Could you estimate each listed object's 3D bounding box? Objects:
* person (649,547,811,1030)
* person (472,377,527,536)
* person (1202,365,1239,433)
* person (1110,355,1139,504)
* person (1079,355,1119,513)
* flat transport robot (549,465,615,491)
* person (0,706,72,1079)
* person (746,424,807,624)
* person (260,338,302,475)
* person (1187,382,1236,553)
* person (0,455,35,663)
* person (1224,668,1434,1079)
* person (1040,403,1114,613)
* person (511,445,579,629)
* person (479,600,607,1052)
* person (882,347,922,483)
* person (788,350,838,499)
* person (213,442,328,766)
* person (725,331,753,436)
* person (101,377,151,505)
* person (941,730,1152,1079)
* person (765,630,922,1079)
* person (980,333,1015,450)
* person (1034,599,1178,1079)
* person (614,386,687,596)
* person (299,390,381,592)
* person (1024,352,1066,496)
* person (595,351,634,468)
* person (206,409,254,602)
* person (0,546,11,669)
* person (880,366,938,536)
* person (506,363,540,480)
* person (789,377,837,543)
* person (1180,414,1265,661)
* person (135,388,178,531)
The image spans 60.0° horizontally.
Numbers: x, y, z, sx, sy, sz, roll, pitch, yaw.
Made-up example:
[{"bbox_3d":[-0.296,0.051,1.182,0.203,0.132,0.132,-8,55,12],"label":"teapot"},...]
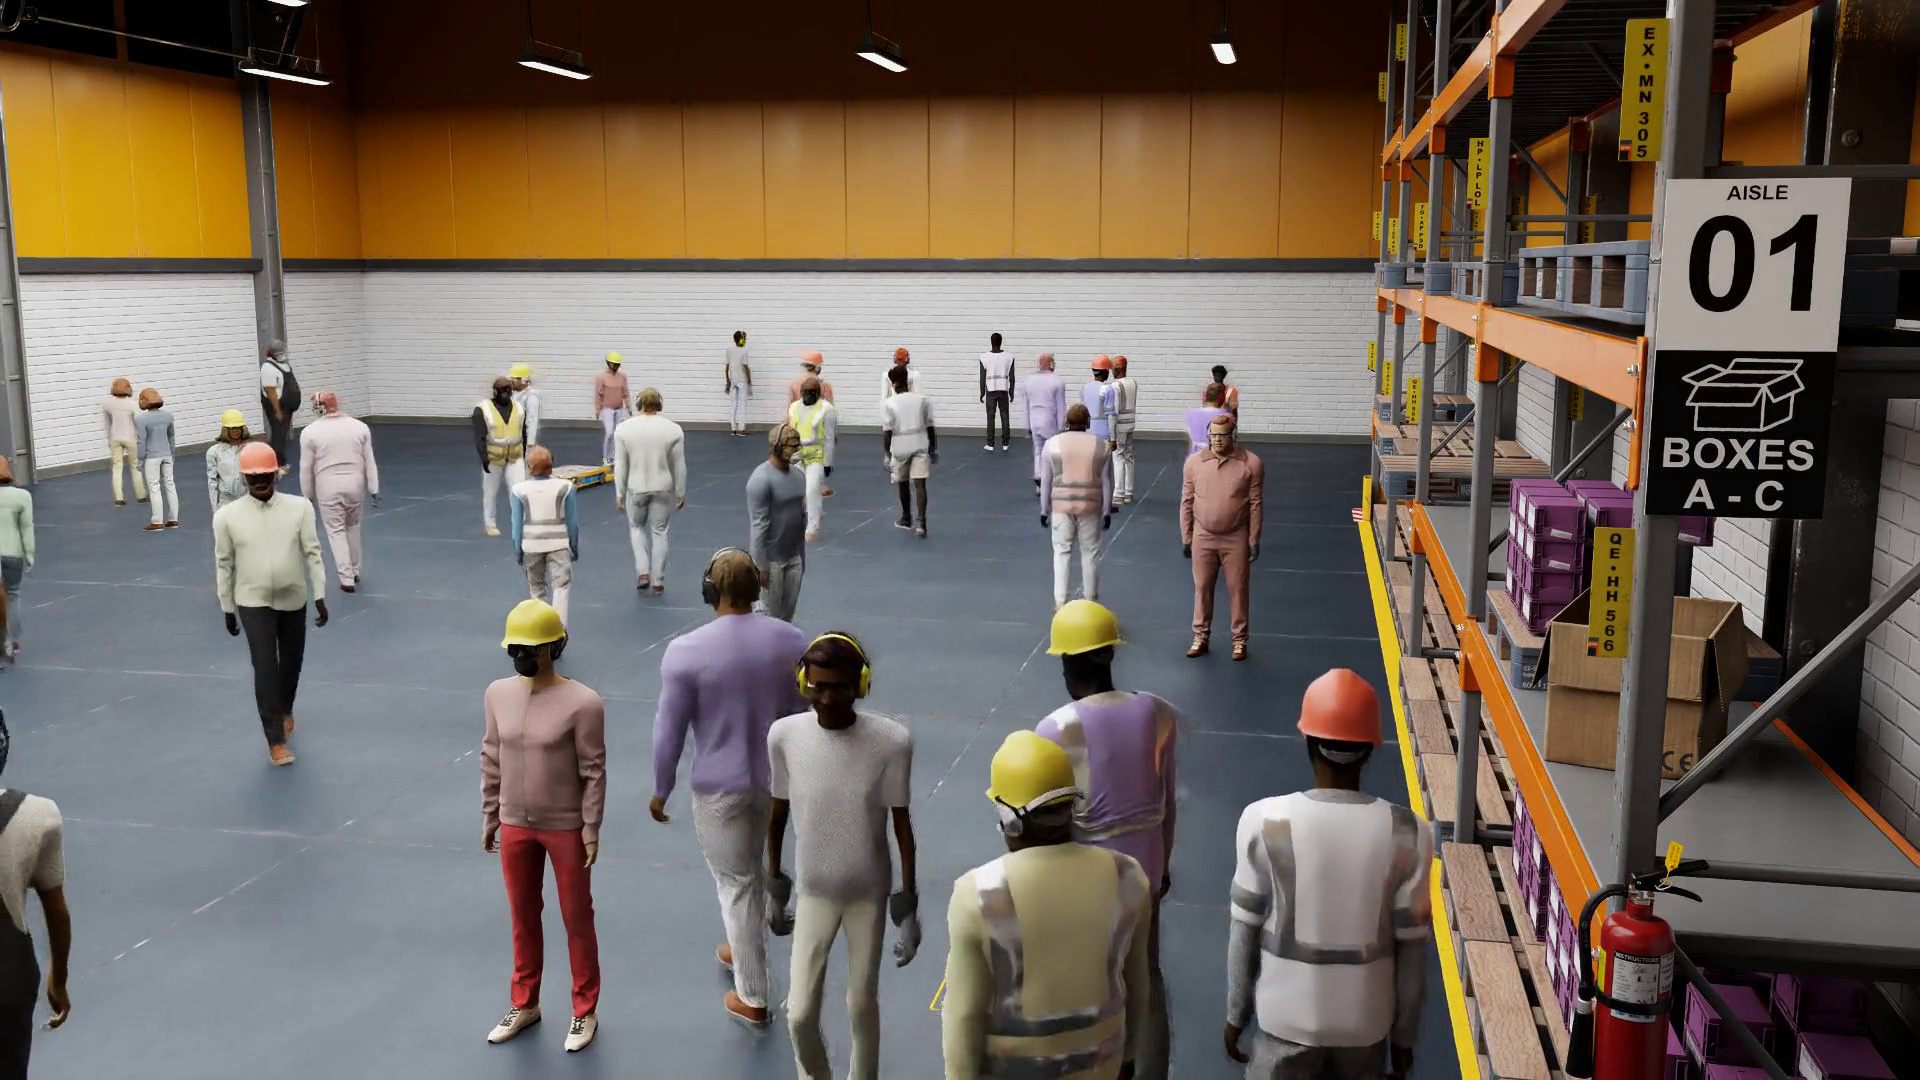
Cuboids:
[{"bbox_3d":[-0.968,0.971,6.772,0.634,1.913,0.810,-7,12,-38],"label":"person"},{"bbox_3d":[-5.051,-0.894,18.357,0.627,1.799,0.947,-6,11,-34],"label":"person"},{"bbox_3d":[3.706,-1.676,23.535,0.536,1.649,0.824,4,10,21],"label":"person"},{"bbox_3d":[2.033,-1.393,21.069,0.356,1.887,0.572,6,11,34],"label":"person"},{"bbox_3d":[1.708,-1.290,20.292,0.356,1.936,0.551,-9,13,-43],"label":"person"},{"bbox_3d":[-5.302,-0.848,22.643,0.652,0.197,1.431,2,10,12],"label":"flat transport robot"},{"bbox_3d":[-2.841,1.352,4.805,0.539,1.791,0.677,-7,12,-35],"label":"person"},{"bbox_3d":[-1.277,0.137,11.765,0.388,1.927,0.644,5,11,26],"label":"person"},{"bbox_3d":[-9.808,-1.973,24.104,0.536,2.000,0.858,-1,10,-8],"label":"person"},{"bbox_3d":[2.678,-0.763,17.552,0.575,1.795,0.973,7,11,34],"label":"person"},{"bbox_3d":[-7.366,0.131,12.753,0.509,1.610,0.751,-7,12,-36],"label":"person"},{"bbox_3d":[1.023,1.324,4.597,0.549,1.921,0.694,0,9,2],"label":"person"},{"bbox_3d":[1.017,-0.272,14.461,0.633,1.842,0.429,1,9,3],"label":"person"},{"bbox_3d":[-3.247,0.074,13.020,0.515,1.619,0.662,-1,10,-8],"label":"person"},{"bbox_3d":[-1.614,1.097,6.432,0.525,1.769,0.309,2,10,14],"label":"person"},{"bbox_3d":[-0.795,-1.722,23.052,0.573,1.887,0.355,2,10,12],"label":"person"},{"bbox_3d":[-1.876,-1.423,21.089,0.636,1.951,1.030,6,11,31],"label":"person"},{"bbox_3d":[-4.303,0.348,10.374,0.602,1.965,0.955,-6,11,-34],"label":"person"},{"bbox_3d":[-3.967,-2.769,29.498,0.597,1.860,0.451,6,11,33],"label":"person"},{"bbox_3d":[-10.558,-1.253,21.030,0.502,1.633,0.363,0,9,-3],"label":"person"},{"bbox_3d":[0.200,1.389,4.530,0.632,1.805,0.686,-3,10,-20],"label":"person"},{"bbox_3d":[-0.392,1.200,5.565,0.543,1.847,0.434,1,9,3],"label":"person"},{"bbox_3d":[0.605,-2.423,27.176,0.593,1.922,0.392,-2,10,-11],"label":"person"},{"bbox_3d":[0.504,1.147,5.717,0.637,1.895,0.607,-4,10,-25],"label":"person"},{"bbox_3d":[-2.841,-0.454,15.307,0.650,1.917,0.524,-2,10,-10],"label":"person"},{"bbox_3d":[-5.852,-0.472,15.592,0.685,1.862,0.877,-7,12,-35],"label":"person"},{"bbox_3d":[1.125,-1.498,21.662,0.660,1.889,0.449,8,12,41],"label":"person"},{"bbox_3d":[-5.158,-1.935,24.761,0.412,1.739,0.536,9,13,42],"label":"person"},{"bbox_3d":[-6.484,-0.306,14.952,0.486,1.744,0.310,-7,12,-35],"label":"person"},{"bbox_3d":[-5.781,0.550,9.579,0.520,1.829,0.996,-9,13,-44],"label":"person"},{"bbox_3d":[-0.552,-1.001,18.700,0.694,1.901,0.981,-3,10,-16],"label":"person"},{"bbox_3d":[-5.401,-1.276,20.547,0.426,1.821,0.617,-8,12,-38],"label":"person"},{"bbox_3d":[-1.623,-0.880,18.208,0.634,1.814,0.493,6,11,33],"label":"person"},{"bbox_3d":[1.996,-0.020,12.769,0.639,1.900,0.403,3,10,17],"label":"person"},{"bbox_3d":[-9.177,-0.921,18.993,0.289,1.632,0.497,4,10,24],"label":"person"}]
